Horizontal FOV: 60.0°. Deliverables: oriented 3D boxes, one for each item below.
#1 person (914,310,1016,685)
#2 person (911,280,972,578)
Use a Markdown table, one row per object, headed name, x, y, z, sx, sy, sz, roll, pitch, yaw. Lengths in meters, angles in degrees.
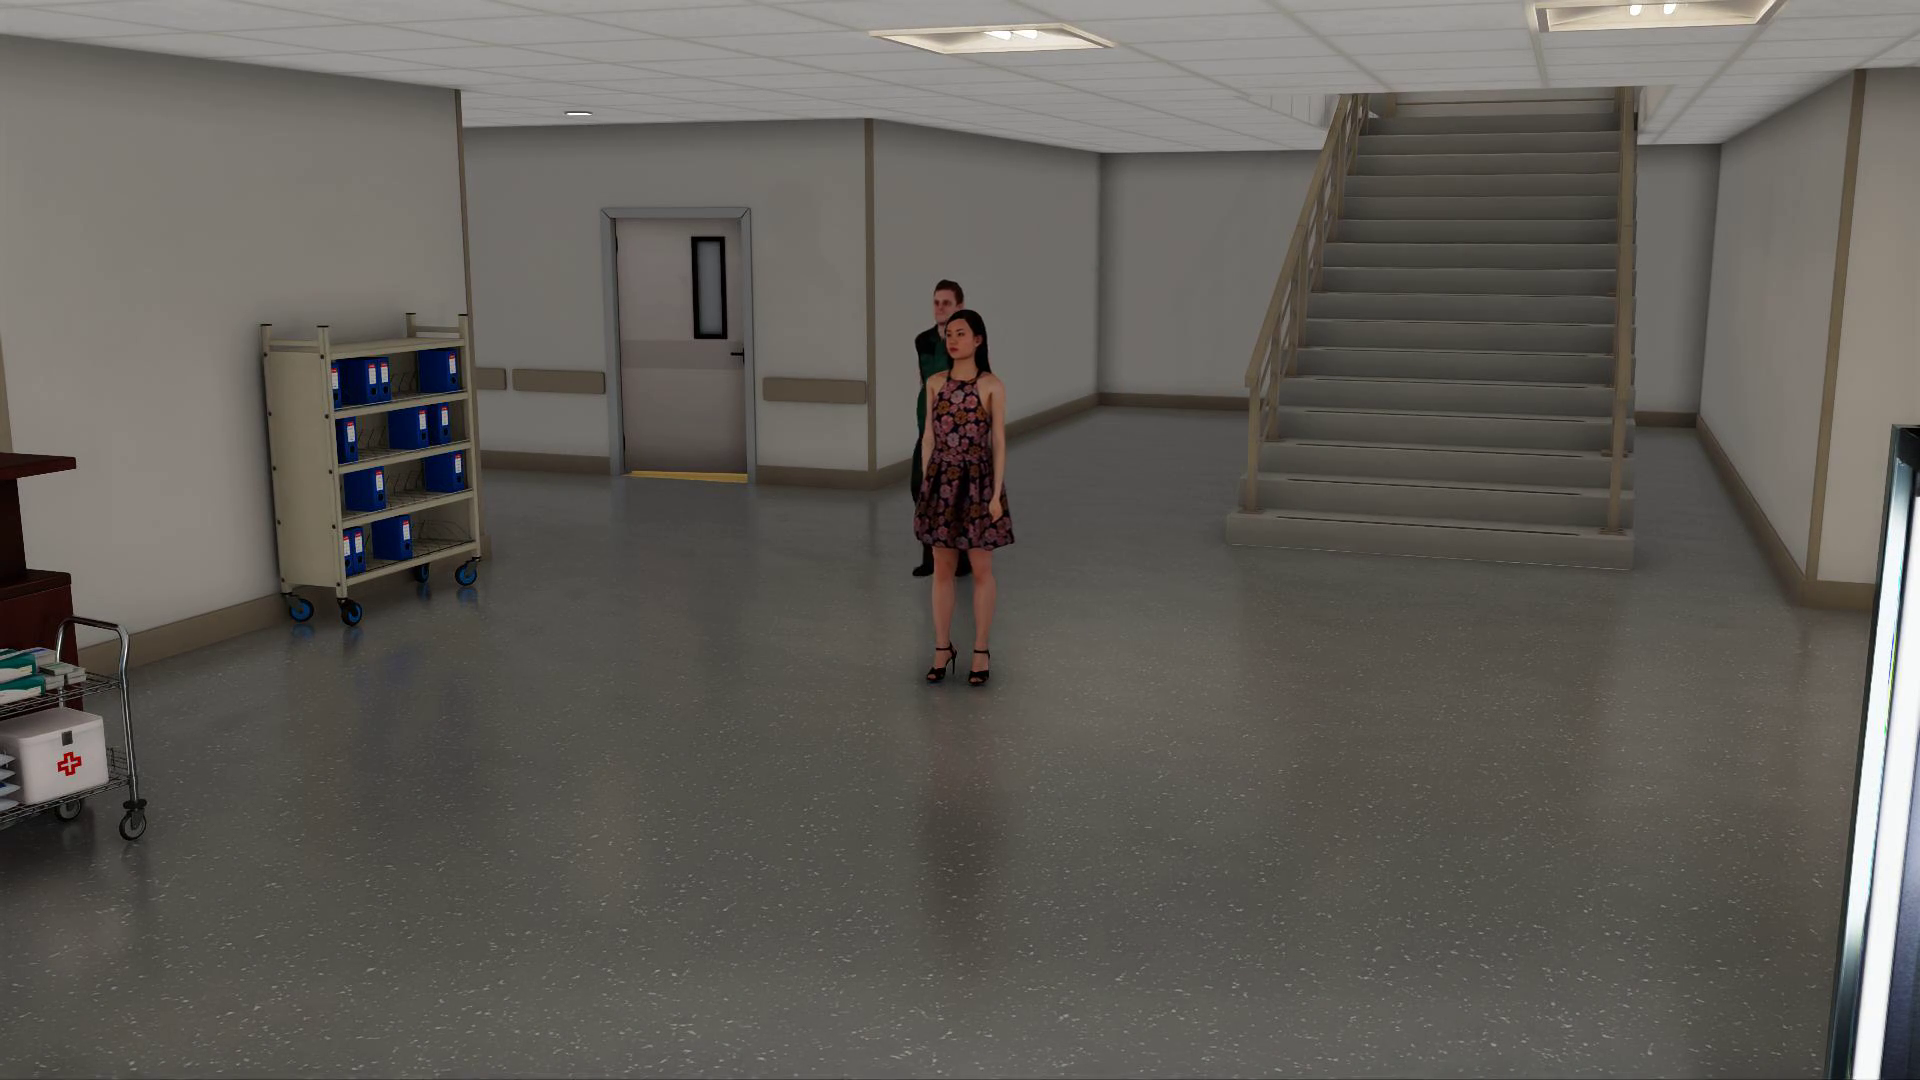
| name | x | y | z | sx | sy | sz | roll | pitch | yaw |
| --- | --- | --- | --- | --- | --- | --- | --- | --- | --- |
| person | 0.014 | -0.194 | 7.839 | 0.653 | 1.773 | 0.654 | 4 | 12 | 22 |
| person | -0.023 | -0.670 | 10.205 | 0.665 | 1.826 | 0.698 | 4 | 12 | 22 |
